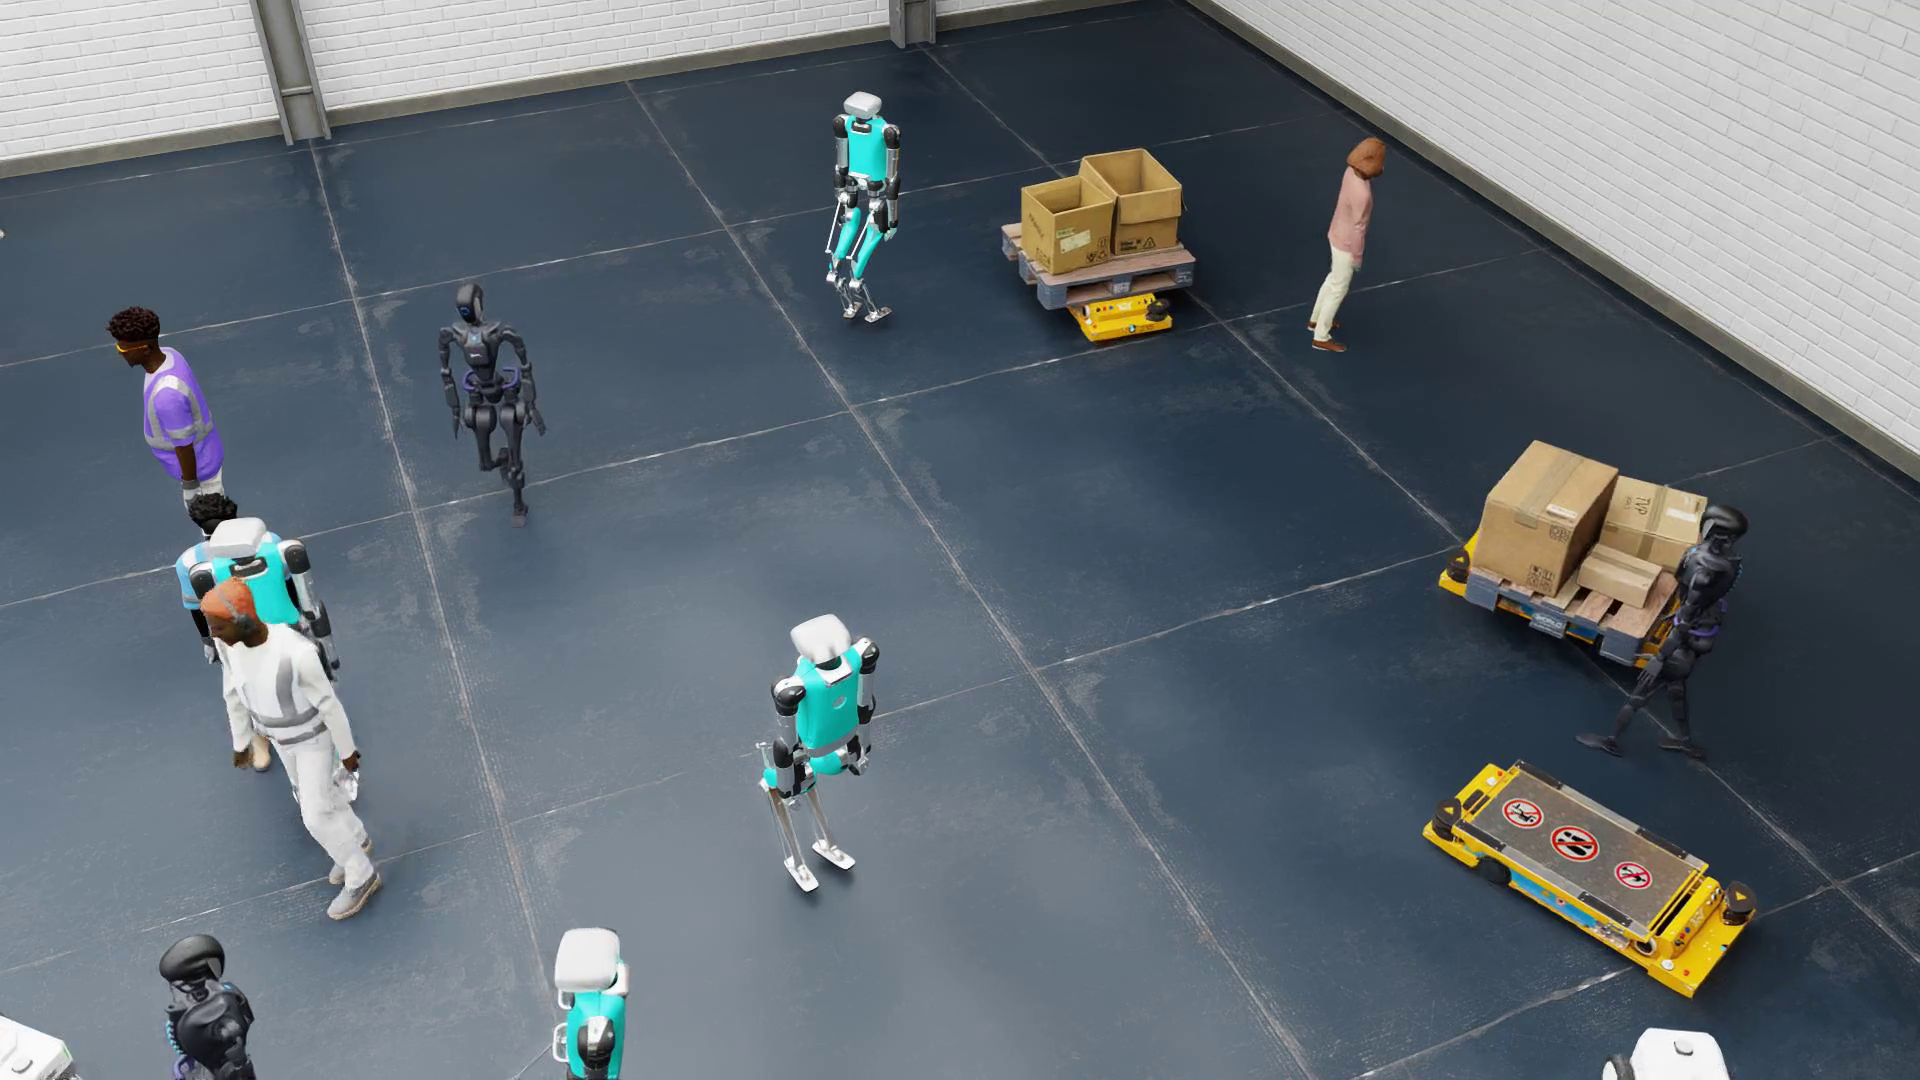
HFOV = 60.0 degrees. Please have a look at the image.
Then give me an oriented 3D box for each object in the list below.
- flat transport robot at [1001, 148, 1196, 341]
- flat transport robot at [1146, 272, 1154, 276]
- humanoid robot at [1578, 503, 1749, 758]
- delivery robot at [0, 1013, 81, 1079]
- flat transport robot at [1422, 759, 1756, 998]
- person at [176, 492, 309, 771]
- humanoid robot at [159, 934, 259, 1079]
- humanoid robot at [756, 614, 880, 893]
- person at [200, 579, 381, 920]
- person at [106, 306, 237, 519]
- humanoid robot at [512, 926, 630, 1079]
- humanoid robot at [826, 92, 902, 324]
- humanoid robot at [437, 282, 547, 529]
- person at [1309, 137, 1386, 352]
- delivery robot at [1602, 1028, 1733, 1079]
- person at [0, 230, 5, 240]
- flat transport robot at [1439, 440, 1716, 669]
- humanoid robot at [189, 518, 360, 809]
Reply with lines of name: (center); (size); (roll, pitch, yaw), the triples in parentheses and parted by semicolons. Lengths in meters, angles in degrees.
flat transport robot: (1.061, -2.002, 12.880); (0.659, 0.231, 1.431); (-12, 39, -15)
flat transport robot: (1.301, -2.402, 13.399); (0.659, 0.231, 1.431); (9, 38, 11)
humanoid robot: (3.701, 0.471, 8.520); (0.597, 1.637, 0.588); (21, 42, 25)
delivery robot: (-4.152, 2.244, 7.092); (0.738, 0.563, 0.499); (13, 40, 17)
flat transport robot: (3.081, 1.607, 8.182); (1.431, 0.231, 0.659); (31, 47, 34)
person: (-3.615, 0.453, 8.510); (0.538, 1.695, 0.318); (-19, 41, -23)
humanoid robot: (-2.778, 2.120, 6.371); (0.592, 1.642, 0.462); (27, 45, 30)
humanoid robot: (-0.740, 0.931, 7.776); (0.532, 1.688, 0.741); (-27, 45, -30)
person: (-3.131, 0.961, 7.729); (0.598, 1.852, 0.612); (18, 41, 22)
person: (-4.398, -0.463, 9.495); (0.374, 1.958, 0.605); (-15, 40, -19)
humanoid robot: (-1.548, 2.174, 6.333); (0.756, 1.884, 0.546); (-5, 38, -7)
humanoid robot: (-0.770, -2.314, 11.971); (0.533, 1.677, 0.735); (18, 41, 22)
humanoid robot: (-2.857, -0.884, 10.282); (0.586, 1.642, 0.533); (-2, 38, -3)
person: (2.779, -2.120, 11.924); (0.330, 1.618, 0.496); (1, 38, 1)
delivery robot: (3.019, 2.410, 6.901); (0.499, 0.593, 0.789); (4, 38, 5)
person: (-8.262, -3.140, 13.092); (0.720, 1.817, 0.537); (-13, 39, -16)
flat transport robot: (3.655, 0.315, 9.863); (1.431, 0.231, 0.659); (25, 44, 28)
humanoid robot: (-3.240, 0.719, 8.024); (0.533, 1.677, 0.735); (-17, 41, -20)
